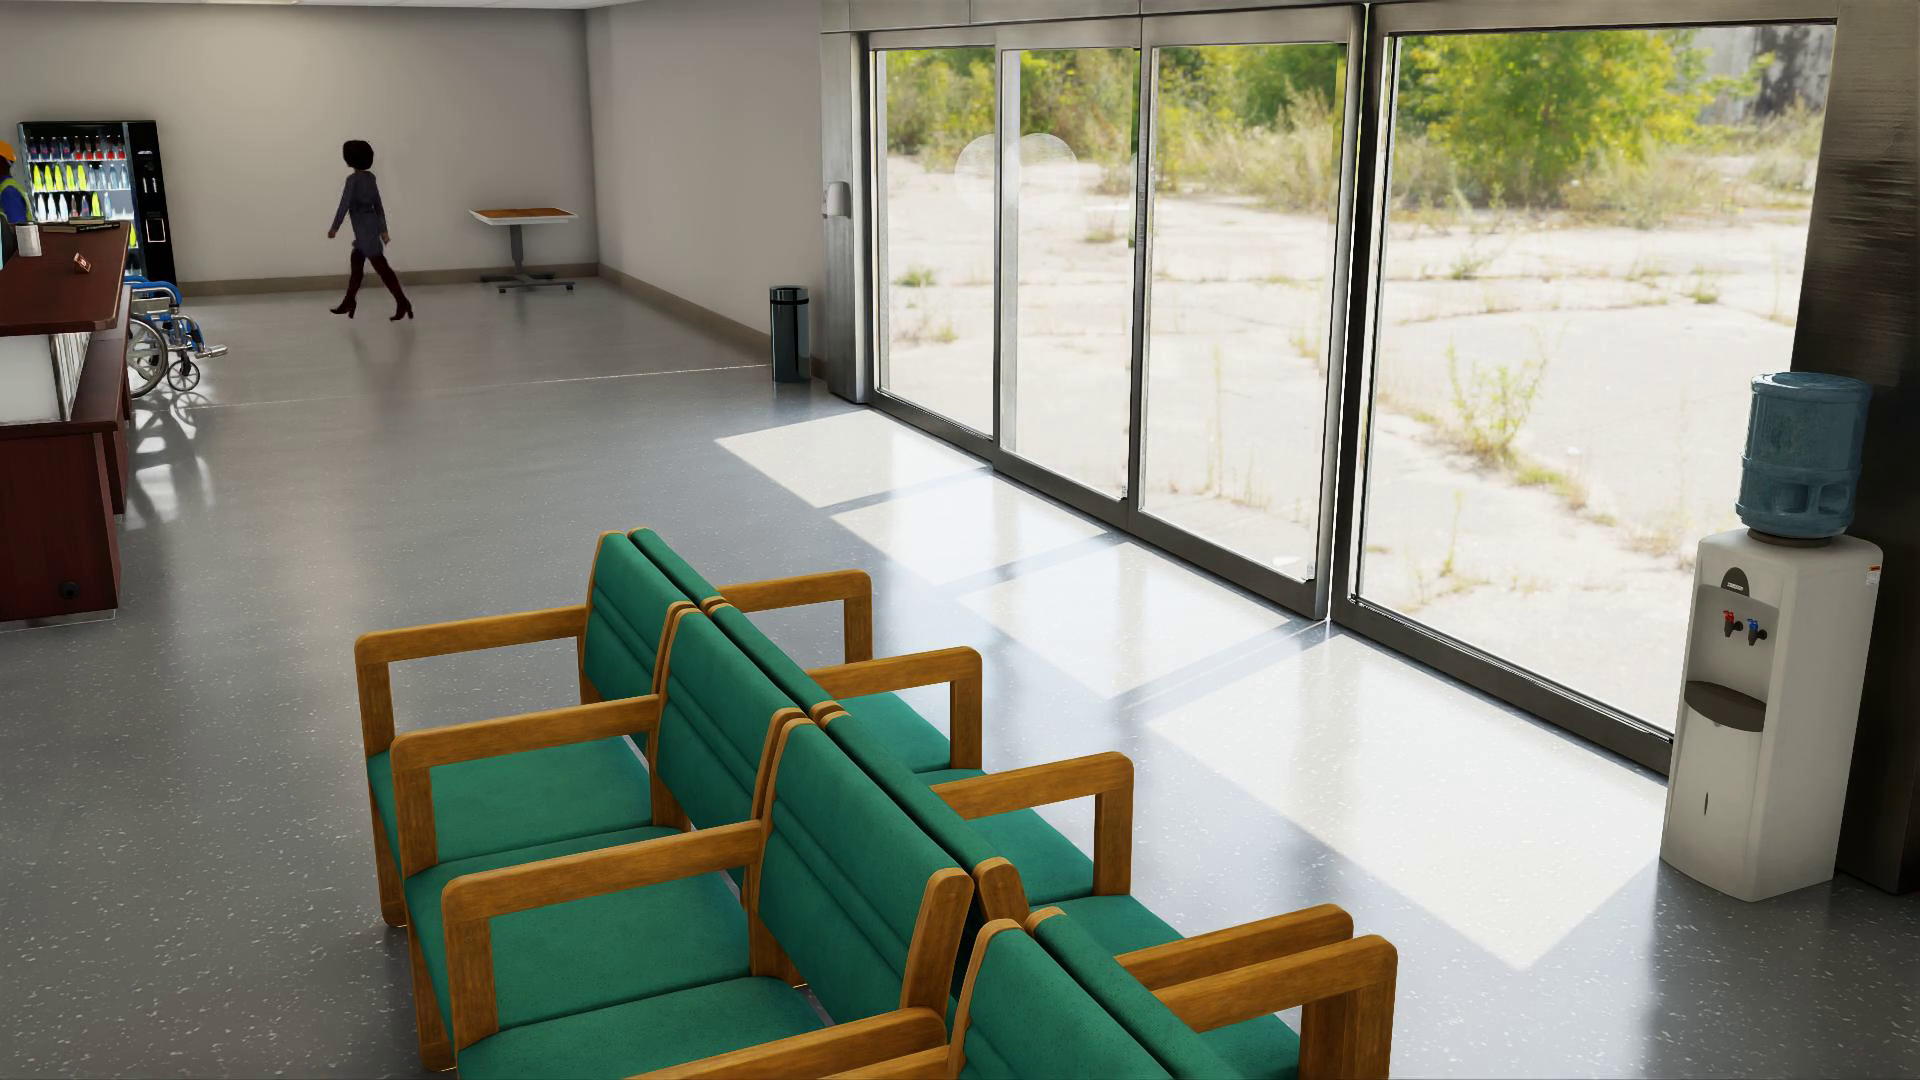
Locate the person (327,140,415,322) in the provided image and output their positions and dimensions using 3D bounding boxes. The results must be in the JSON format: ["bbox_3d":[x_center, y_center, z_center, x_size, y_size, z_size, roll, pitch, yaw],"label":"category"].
[{"bbox_3d":[-5.455,-2.836,15.529,1.177,1.661,0.972,2,16,6],"label":"person"}]

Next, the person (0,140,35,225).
[{"bbox_3d":[-7.228,-2.161,12.940,1.164,1.766,0.721,-8,18,-28],"label":"person"}]
